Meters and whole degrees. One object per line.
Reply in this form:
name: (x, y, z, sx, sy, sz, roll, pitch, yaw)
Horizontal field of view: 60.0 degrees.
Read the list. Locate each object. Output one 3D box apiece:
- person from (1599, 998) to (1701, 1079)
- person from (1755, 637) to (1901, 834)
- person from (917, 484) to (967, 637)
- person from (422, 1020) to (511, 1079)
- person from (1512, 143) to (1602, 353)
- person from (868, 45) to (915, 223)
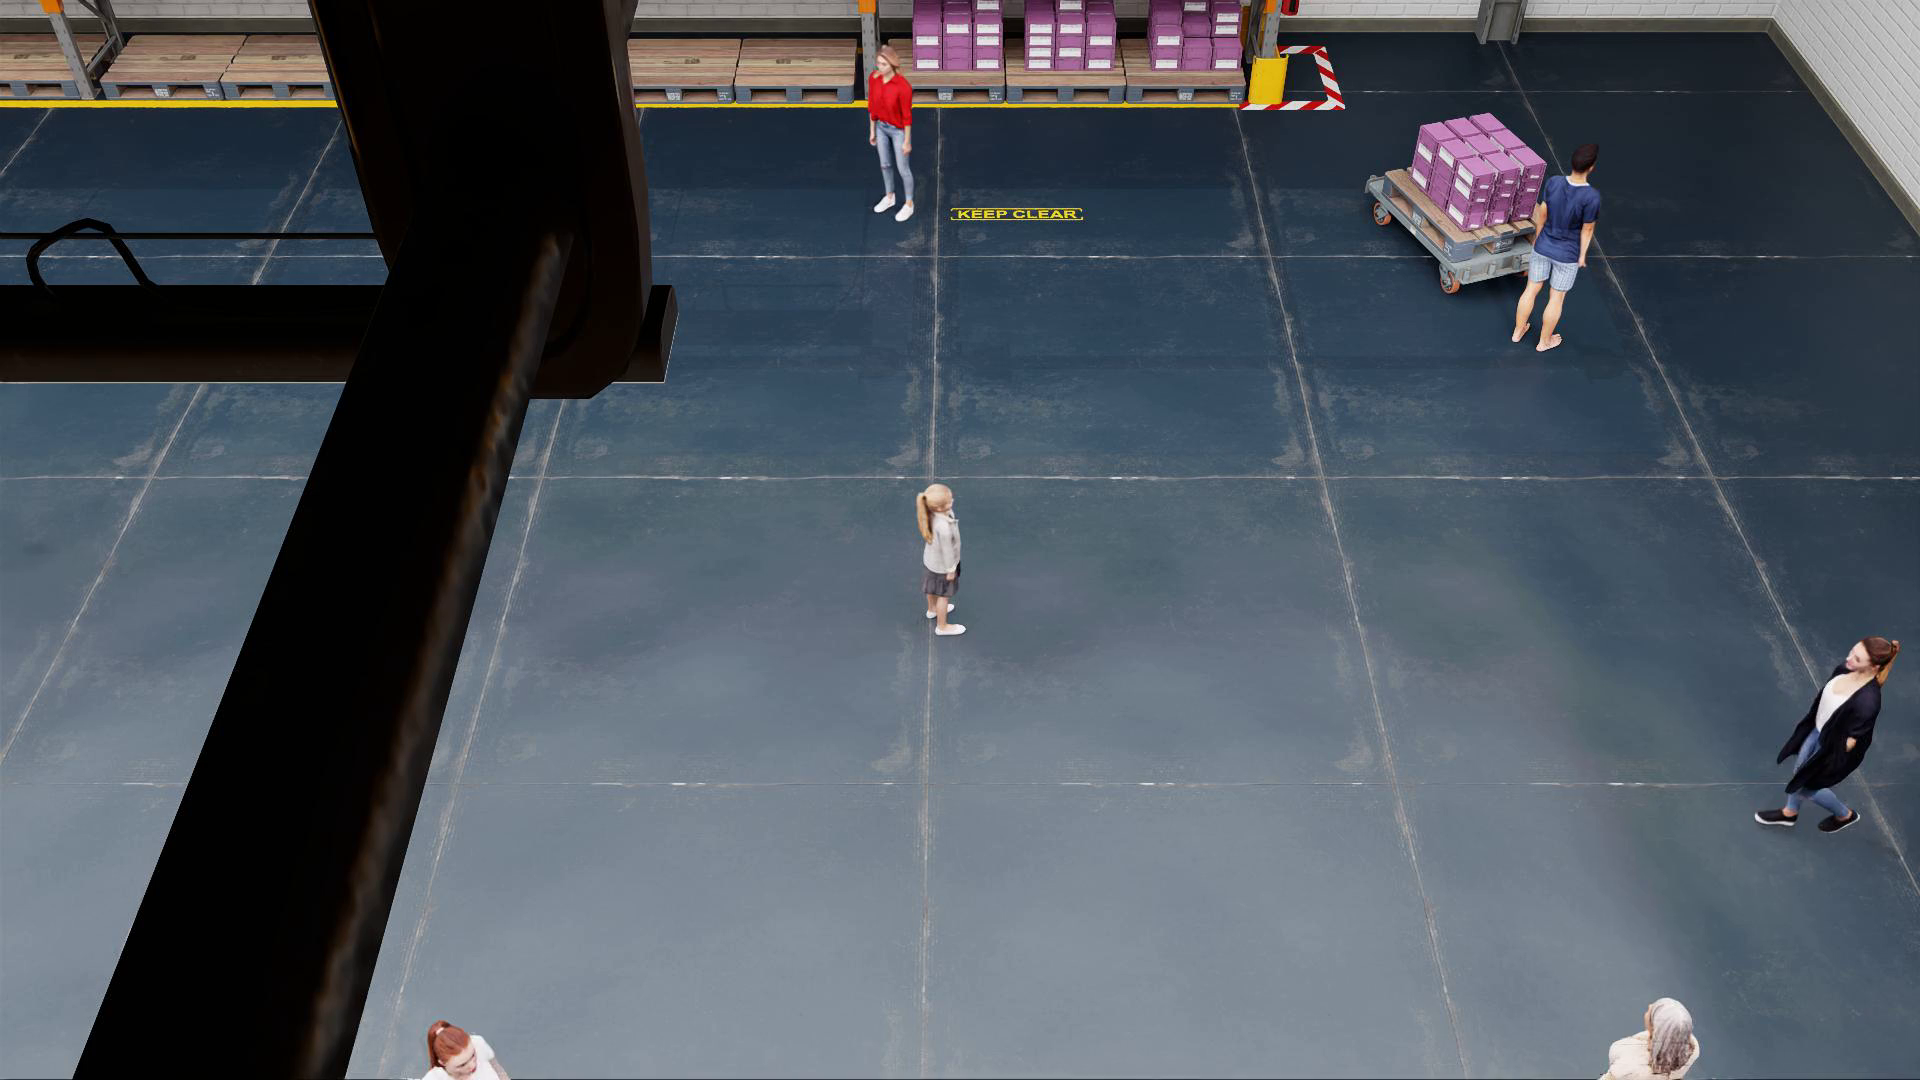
person: (3.294, 2.828, 8.056, 0.992, 1.712, 0.939, -20, 47, -20)
person: (5.228, 1.194, 9.799, 0.811, 1.674, 0.700, 6, 44, 6)
person: (-0.129, 0.114, 11.221, 0.601, 1.276, 0.573, -14, 45, -14)
person: (-2.392, 2.810, 8.063, 0.805, 1.728, 0.737, 21, 47, 20)
person: (4.817, -2.350, 13.392, 0.695, 1.849, 0.768, 31, 52, 28)
person: (-0.600, -3.651, 14.867, 0.673, 1.699, 0.765, 25, 49, 24)
